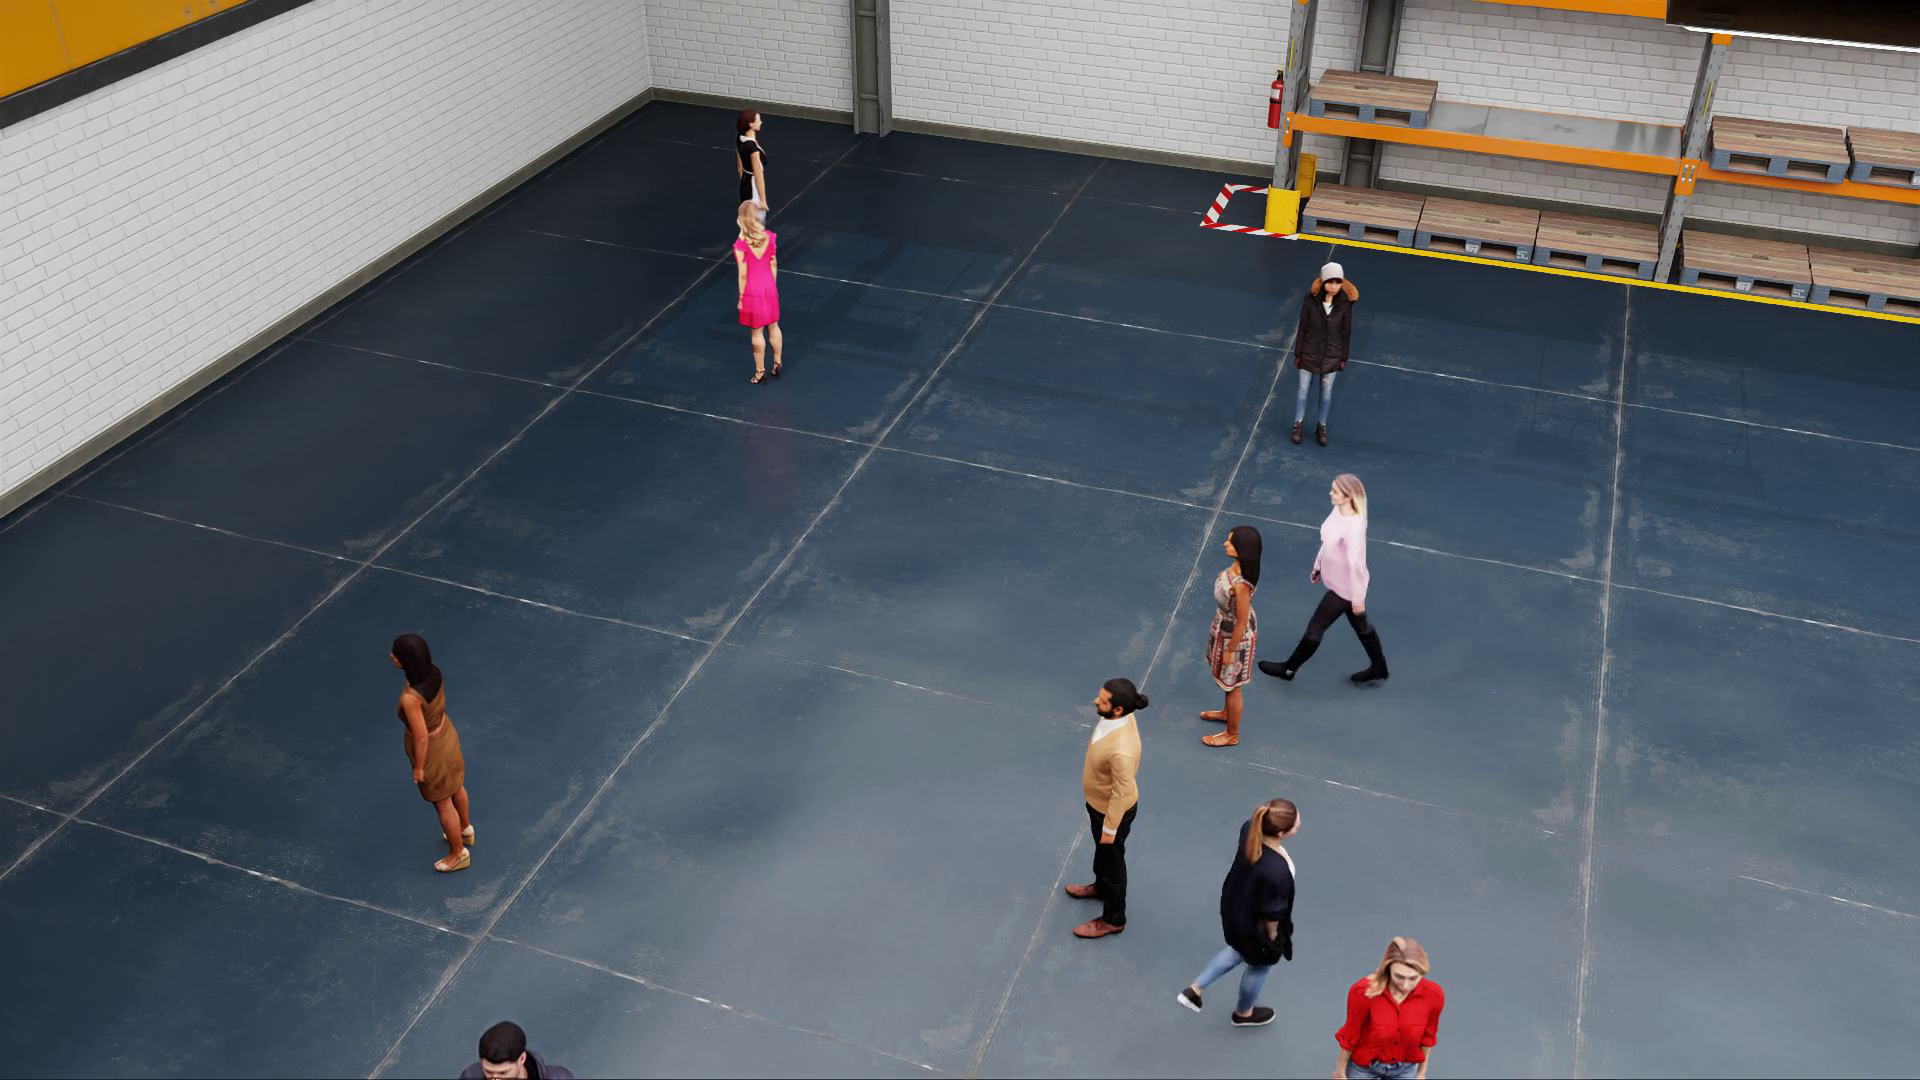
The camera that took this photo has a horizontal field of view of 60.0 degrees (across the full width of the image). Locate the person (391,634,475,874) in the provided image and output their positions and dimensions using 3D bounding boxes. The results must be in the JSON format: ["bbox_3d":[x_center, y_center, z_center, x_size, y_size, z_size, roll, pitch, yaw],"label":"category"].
[{"bbox_3d":[-3.071,1.231,9.707,0.615,1.690,0.624,-1,34,-1],"label":"person"}]

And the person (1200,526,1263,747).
[{"bbox_3d":[1.768,0.604,10.691,0.614,1.645,0.699,3,34,5],"label":"person"}]

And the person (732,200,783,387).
[{"bbox_3d":[-1.794,-2.205,14.843,0.664,1.727,0.692,-24,40,-31],"label":"person"}]

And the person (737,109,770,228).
[{"bbox_3d":[-2.063,-3.425,16.616,0.718,1.795,0.640,-17,37,-24],"label":"person"}]

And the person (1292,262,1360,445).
[{"bbox_3d":[3.033,-1.583,13.990,0.606,1.636,0.737,4,34,6],"label":"person"}]

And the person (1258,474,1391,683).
[{"bbox_3d":[2.663,0.309,11.139,1.199,1.640,0.816,2,34,3],"label":"person"}]

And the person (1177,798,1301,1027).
[{"bbox_3d":[1.446,1.976,8.607,0.952,1.667,0.872,-9,35,-14],"label":"person"}]

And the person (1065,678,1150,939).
[{"bbox_3d":[0.839,1.469,9.290,0.743,1.754,0.747,-3,34,-4],"label":"person"}]

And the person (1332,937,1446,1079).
[{"bbox_3d":[1.986,2.470,7.832,0.573,1.703,0.743,0,34,0],"label":"person"}]

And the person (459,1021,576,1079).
[{"bbox_3d":[-1.860,2.738,7.258,0.637,1.892,0.803,0,34,0],"label":"person"}]
